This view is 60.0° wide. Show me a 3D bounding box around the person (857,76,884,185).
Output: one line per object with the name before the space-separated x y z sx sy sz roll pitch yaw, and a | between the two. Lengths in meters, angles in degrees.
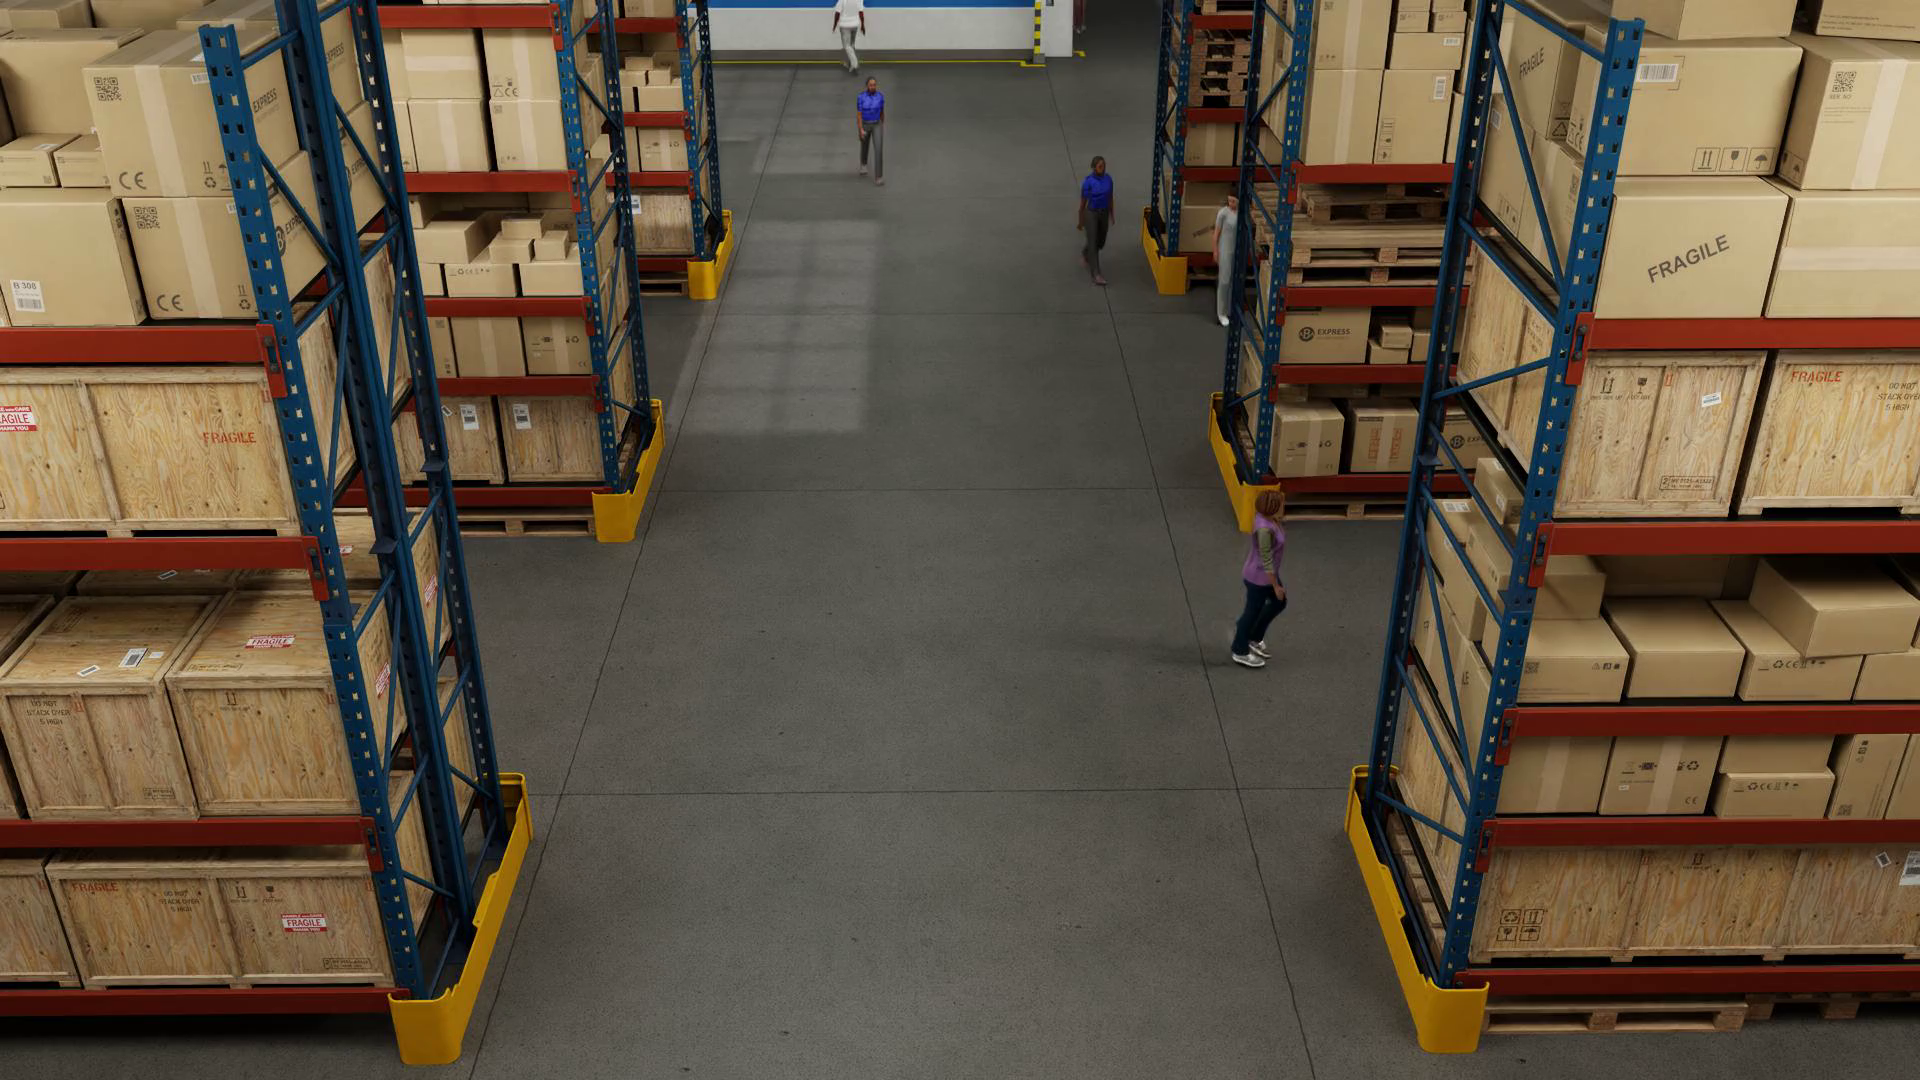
person | -1.402 -6.480 26.112 0.443 1.623 0.913 -4 29 -7

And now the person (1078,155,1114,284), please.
person | 1.786 -4.290 22.001 0.480 1.636 0.836 -16 32 -27

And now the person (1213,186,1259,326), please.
person | 3.401 -3.531 20.523 0.494 1.678 0.514 -15 32 -25

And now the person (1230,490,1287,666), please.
person | 2.456 0.301 13.479 0.418 1.596 0.424 6 29 12

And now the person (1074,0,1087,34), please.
person | 2.639 -11.928 36.180 0.473 1.702 0.492 -9 30 -17

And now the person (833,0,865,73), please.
person | -2.188 -10.125 32.740 0.586 1.744 0.946 -16 32 -28
